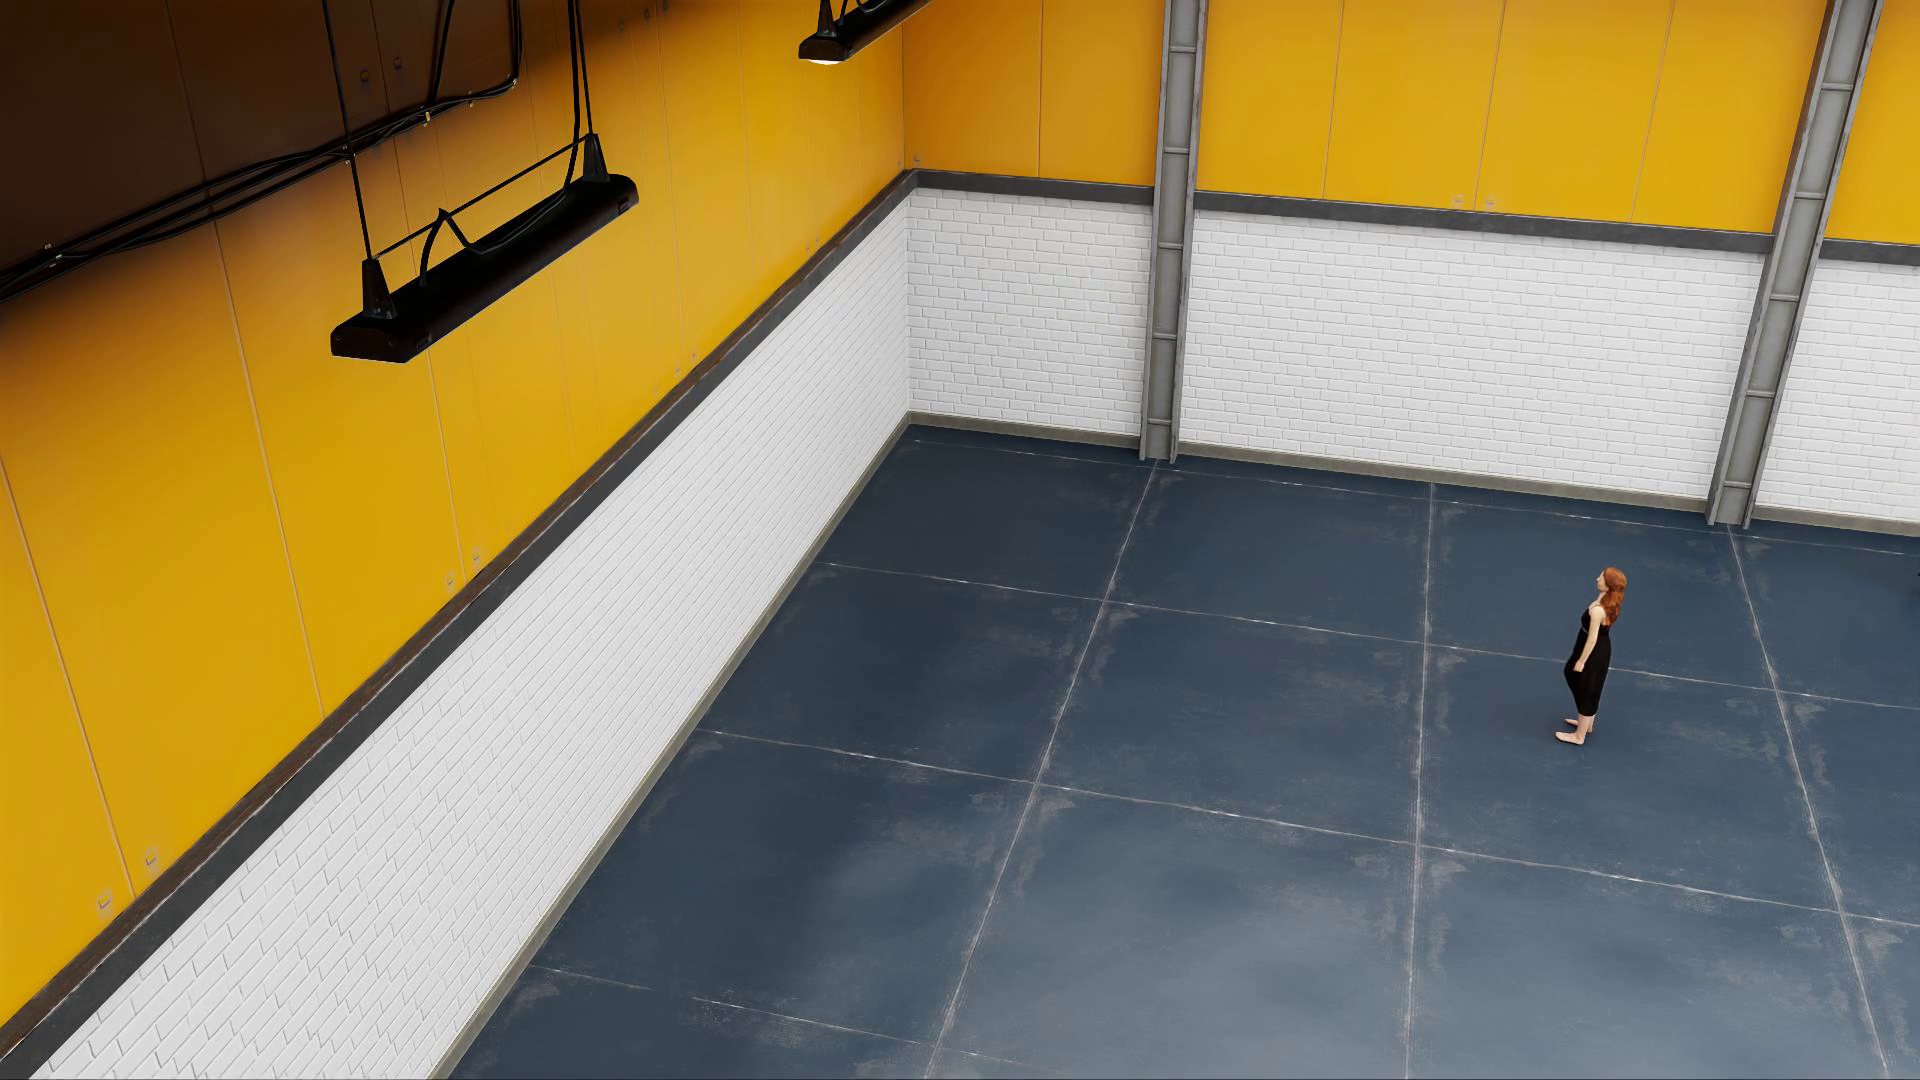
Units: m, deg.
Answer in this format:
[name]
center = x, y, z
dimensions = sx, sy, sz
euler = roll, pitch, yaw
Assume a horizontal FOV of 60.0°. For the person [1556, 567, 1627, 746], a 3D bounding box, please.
[person]
center = 5.202, 0.940, 13.644
dimensions = 0.691, 1.625, 0.666
euler = 21, 35, 33
